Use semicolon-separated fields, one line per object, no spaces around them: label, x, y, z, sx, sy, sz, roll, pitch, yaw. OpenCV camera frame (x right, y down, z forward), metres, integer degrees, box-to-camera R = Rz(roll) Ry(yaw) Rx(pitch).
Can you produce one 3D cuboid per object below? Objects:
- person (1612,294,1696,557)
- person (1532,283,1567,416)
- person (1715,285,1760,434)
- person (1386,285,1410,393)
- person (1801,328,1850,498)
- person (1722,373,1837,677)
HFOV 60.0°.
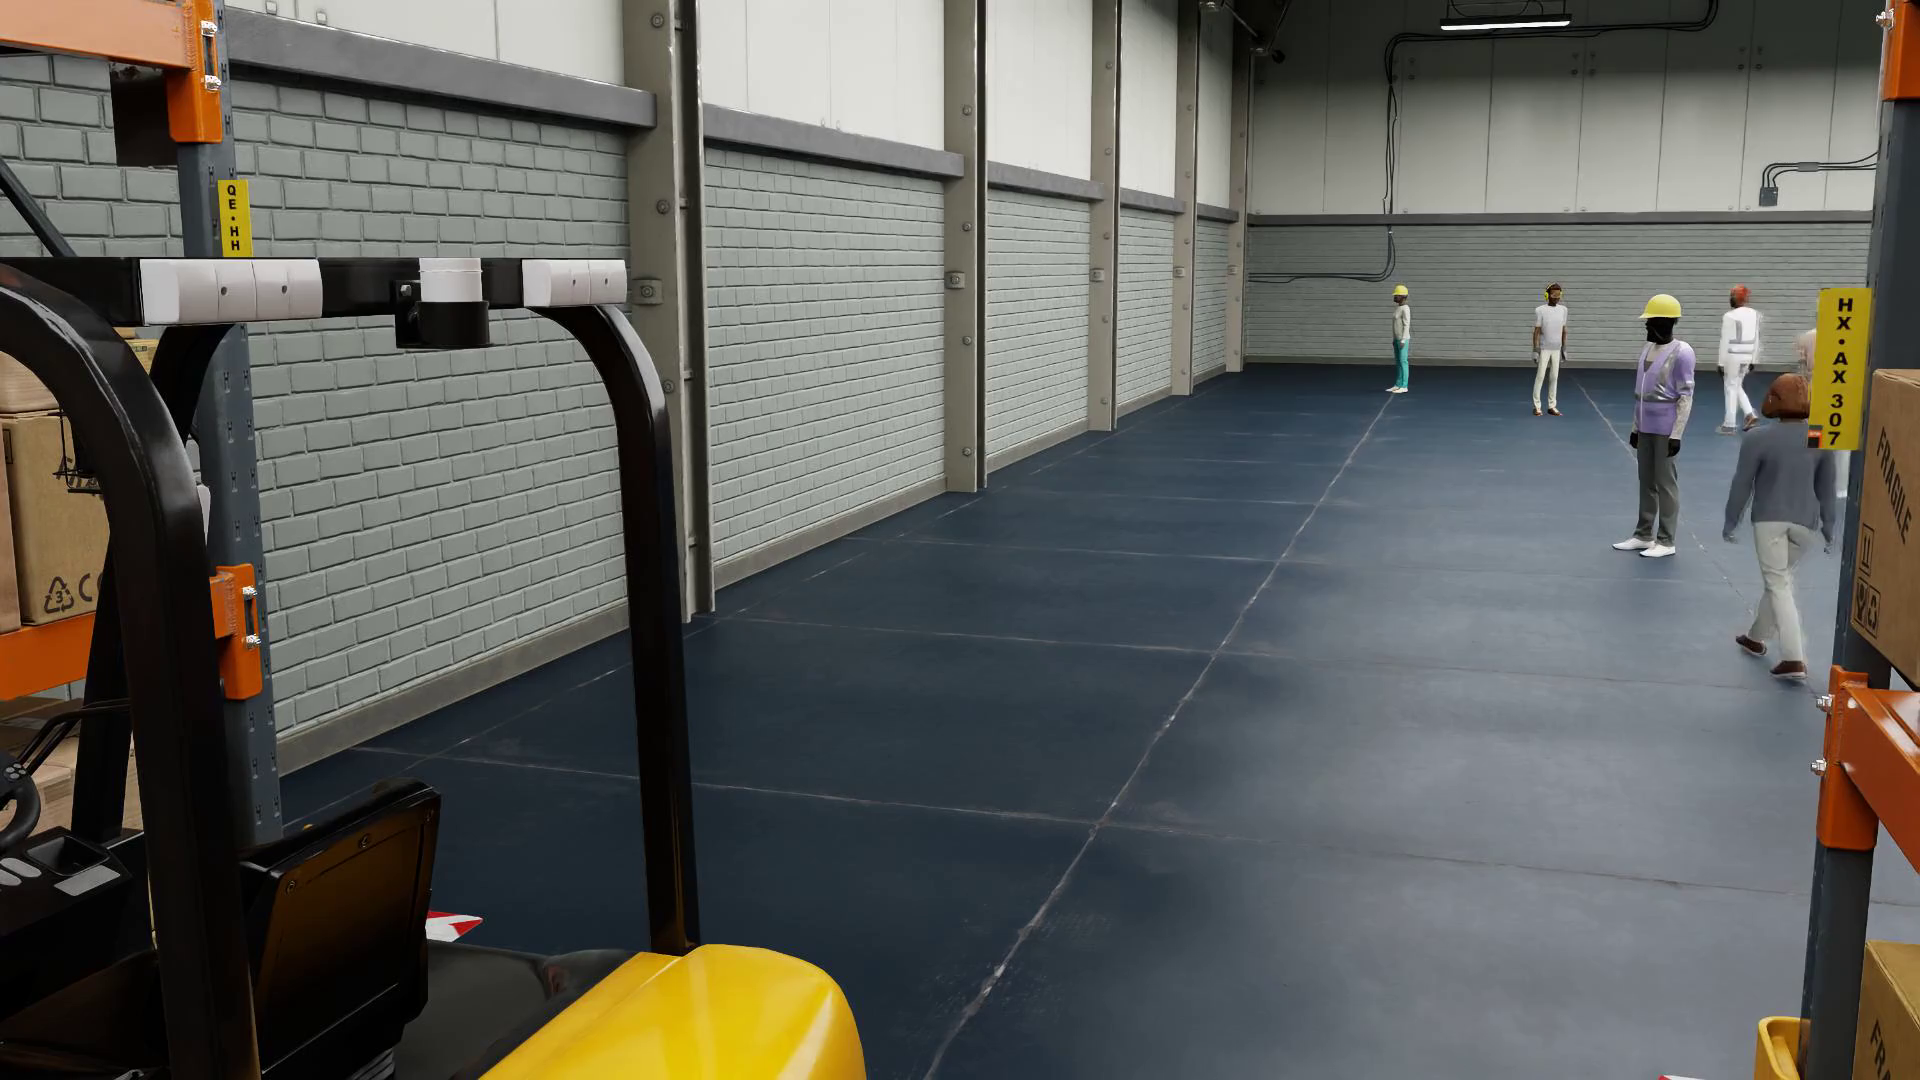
person;5.136;-0.836;12.254;0.369;1.928;0.586;-2;10;-10
person;8.290;-2.667;23.370;0.506;1.860;0.312;-2;10;-13
person;9.718;-2.241;20.783;0.608;1.872;0.449;-4;10;-24
person;7.252;-3.306;27.441;0.316;1.769;0.524;0;10;-2
person;7.852;-1.292;15.073;0.865;1.896;0.588;-7;12;-37
person;4.366;-0.092;8.846;0.513;1.583;0.890;0;10;-2
